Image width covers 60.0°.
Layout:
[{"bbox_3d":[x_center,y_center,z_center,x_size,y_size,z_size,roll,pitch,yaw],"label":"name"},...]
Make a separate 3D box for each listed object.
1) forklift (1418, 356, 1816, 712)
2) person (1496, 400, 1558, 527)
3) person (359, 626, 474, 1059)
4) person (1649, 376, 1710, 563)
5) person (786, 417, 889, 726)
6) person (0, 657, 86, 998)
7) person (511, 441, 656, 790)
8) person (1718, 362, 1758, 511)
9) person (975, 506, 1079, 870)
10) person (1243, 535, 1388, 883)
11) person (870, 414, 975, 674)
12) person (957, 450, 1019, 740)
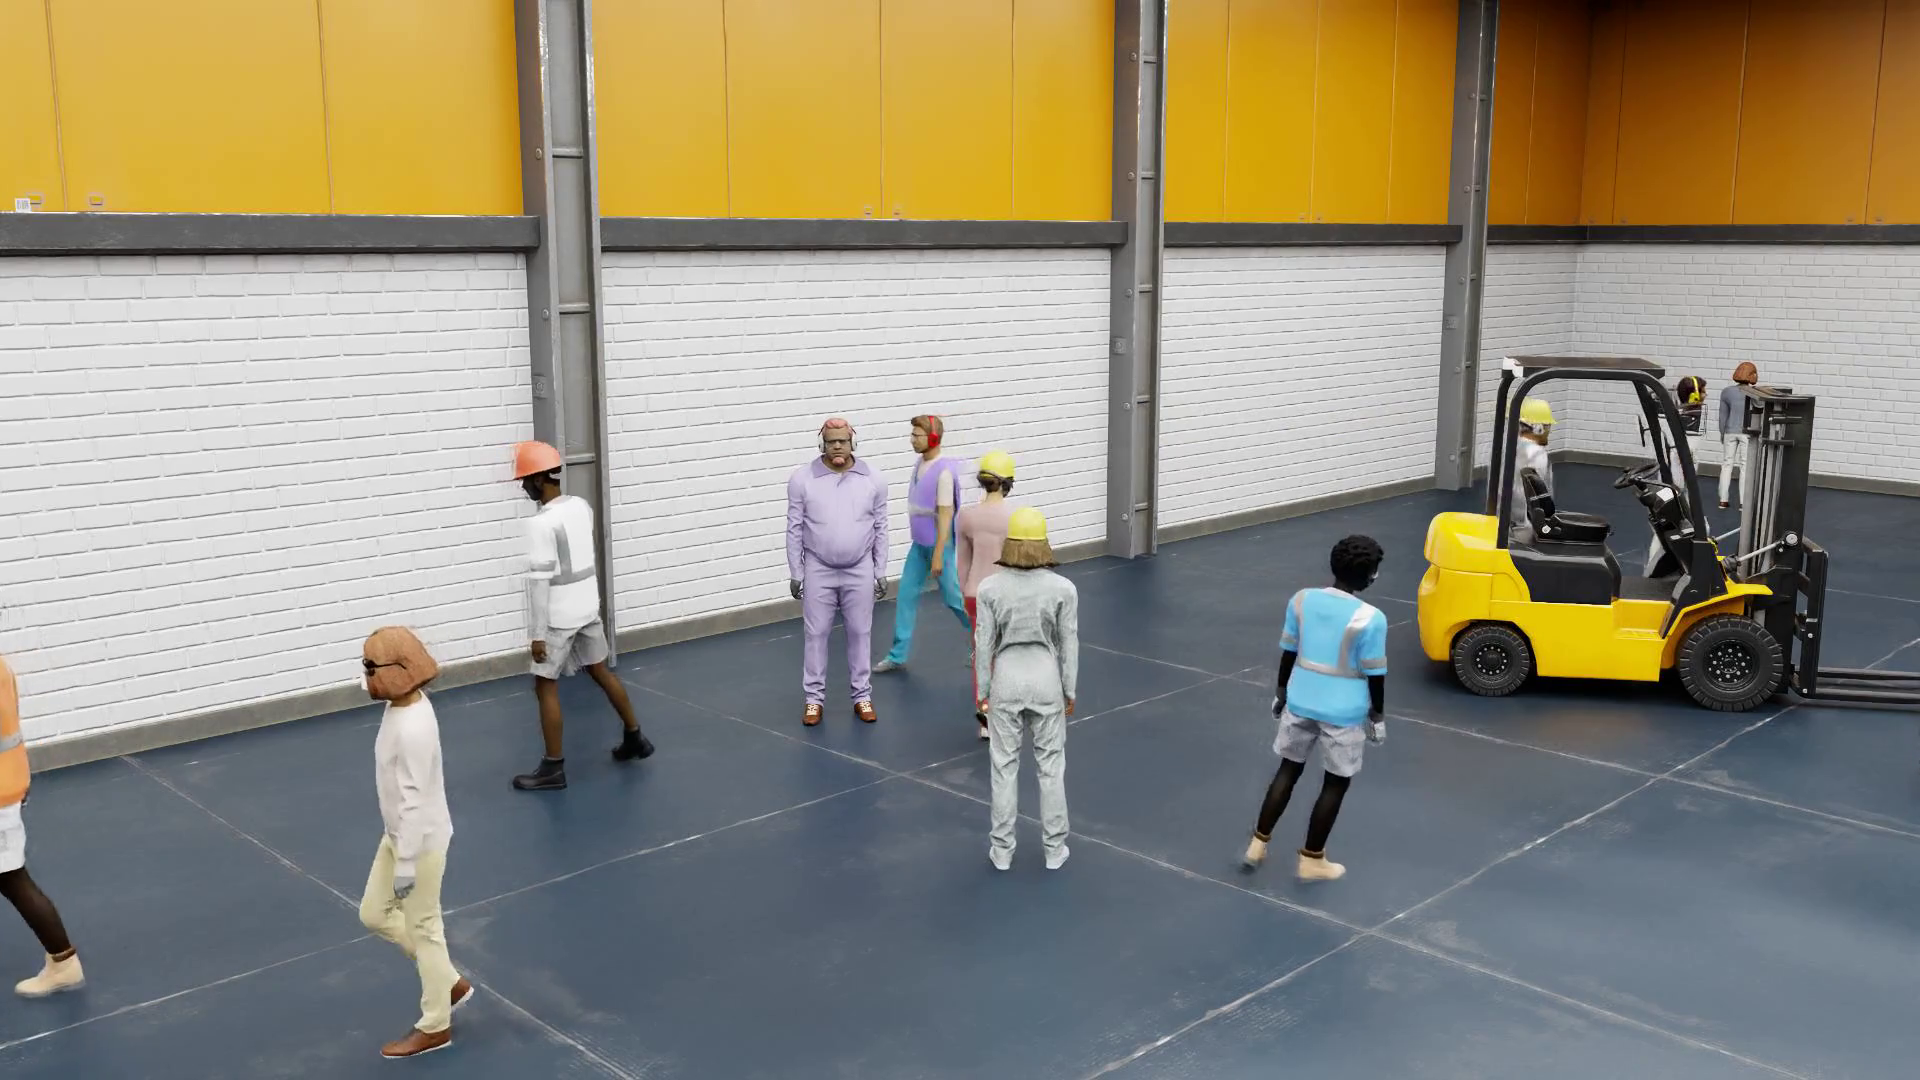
[{"bbox_3d":[4.276,-0.101,11.076,2.313,2.155,1.214,2,11,13],"label":"forklift"},{"bbox_3d":[4.295,-0.157,12.475,0.916,1.781,0.610,-2,11,-12],"label":"person"},{"bbox_3d":[-2.026,1.104,6.044,0.343,1.617,0.524,-5,12,-26],"label":"person"},{"bbox_3d":[6.093,-0.437,13.846,0.740,1.844,0.564,-1,10,-7],"label":"person"},{"bbox_3d":[-0.747,0.193,10.261,0.642,1.909,0.408,-2,11,-11],"label":"person"},{"bbox_3d":[-3.894,1.004,6.519,0.793,1.654,0.546,-3,11,-16],"label":"person"},{"bbox_3d":[-2.123,0.401,9.165,0.577,1.899,0.783,4,11,19],"label":"person"},{"bbox_3d":[8.581,-1.140,18.271,0.282,1.633,0.500,-8,13,-38],"label":"person"},{"bbox_3d":[0.315,0.705,7.917,0.492,1.740,0.324,0,10,1],"label":"person"},{"bbox_3d":[1.671,0.782,7.715,0.383,1.657,0.653,-10,14,-42],"label":"person"},{"bbox_3d":[-0.146,0.026,11.456,0.945,1.807,0.580,-4,11,-22],"label":"person"},{"bbox_3d":[0.209,0.342,9.845,0.549,1.752,0.407,7,13,34],"label":"person"}]
